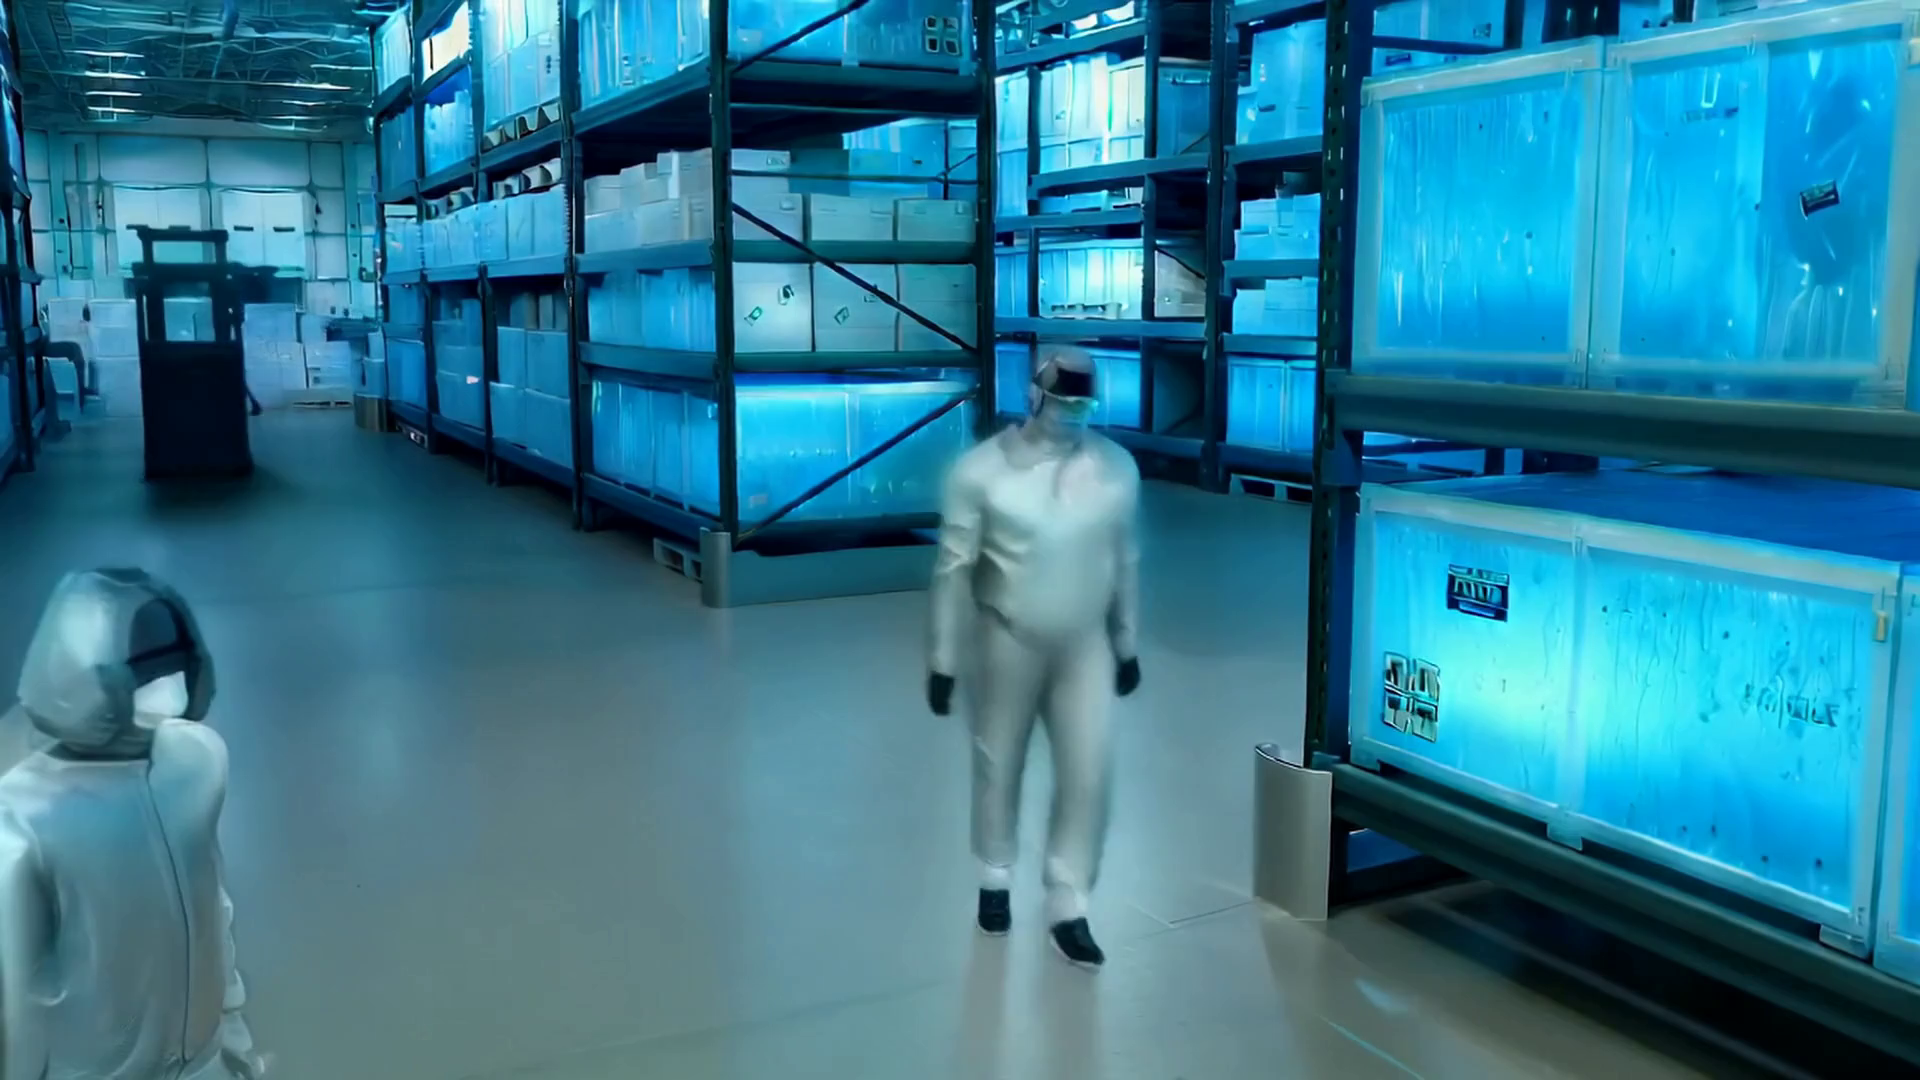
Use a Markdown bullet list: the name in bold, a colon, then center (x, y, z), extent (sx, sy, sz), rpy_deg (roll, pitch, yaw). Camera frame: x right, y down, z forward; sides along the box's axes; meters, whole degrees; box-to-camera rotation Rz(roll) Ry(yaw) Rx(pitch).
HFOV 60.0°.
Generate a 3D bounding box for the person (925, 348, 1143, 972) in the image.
- **person**: center (0.261, 0.357, 5.085), extent (0.715, 1.863, 0.826), rpy_deg (-2, 8, -12)

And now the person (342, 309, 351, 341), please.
- **person**: center (-20.920, -7.001, 56.510), extent (0.727, 1.664, 0.547), rpy_deg (-5, 10, -31)

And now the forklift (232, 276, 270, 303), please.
- **forklift**: center (-17.722, -5.442, 41.613), extent (1.129, 2.768, 1.873), rpy_deg (-6, 10, -35)

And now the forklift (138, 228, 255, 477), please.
- **forklift**: center (-8.960, -2.215, 19.362), extent (1.129, 2.768, 1.873), rpy_deg (-4, 9, -26)

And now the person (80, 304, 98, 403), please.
- **person**: center (-16.801, -3.618, 32.324), extent (0.663, 1.924, 0.644), rpy_deg (-6, 10, -37)

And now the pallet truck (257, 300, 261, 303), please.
- **pallet truck**: center (-23.913, -7.404, 58.171), extent (1.885, 1.965, 0.823), rpy_deg (-1, 8, -9)

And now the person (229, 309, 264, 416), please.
- **person**: center (-12.429, -3.034, 28.420), extent (0.978, 1.895, 0.561), rpy_deg (-5, 9, -29)

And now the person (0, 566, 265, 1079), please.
- **person**: center (-1.258, 0.844, 2.543), extent (0.269, 1.632, 0.504), rpy_deg (2, 8, 12)
